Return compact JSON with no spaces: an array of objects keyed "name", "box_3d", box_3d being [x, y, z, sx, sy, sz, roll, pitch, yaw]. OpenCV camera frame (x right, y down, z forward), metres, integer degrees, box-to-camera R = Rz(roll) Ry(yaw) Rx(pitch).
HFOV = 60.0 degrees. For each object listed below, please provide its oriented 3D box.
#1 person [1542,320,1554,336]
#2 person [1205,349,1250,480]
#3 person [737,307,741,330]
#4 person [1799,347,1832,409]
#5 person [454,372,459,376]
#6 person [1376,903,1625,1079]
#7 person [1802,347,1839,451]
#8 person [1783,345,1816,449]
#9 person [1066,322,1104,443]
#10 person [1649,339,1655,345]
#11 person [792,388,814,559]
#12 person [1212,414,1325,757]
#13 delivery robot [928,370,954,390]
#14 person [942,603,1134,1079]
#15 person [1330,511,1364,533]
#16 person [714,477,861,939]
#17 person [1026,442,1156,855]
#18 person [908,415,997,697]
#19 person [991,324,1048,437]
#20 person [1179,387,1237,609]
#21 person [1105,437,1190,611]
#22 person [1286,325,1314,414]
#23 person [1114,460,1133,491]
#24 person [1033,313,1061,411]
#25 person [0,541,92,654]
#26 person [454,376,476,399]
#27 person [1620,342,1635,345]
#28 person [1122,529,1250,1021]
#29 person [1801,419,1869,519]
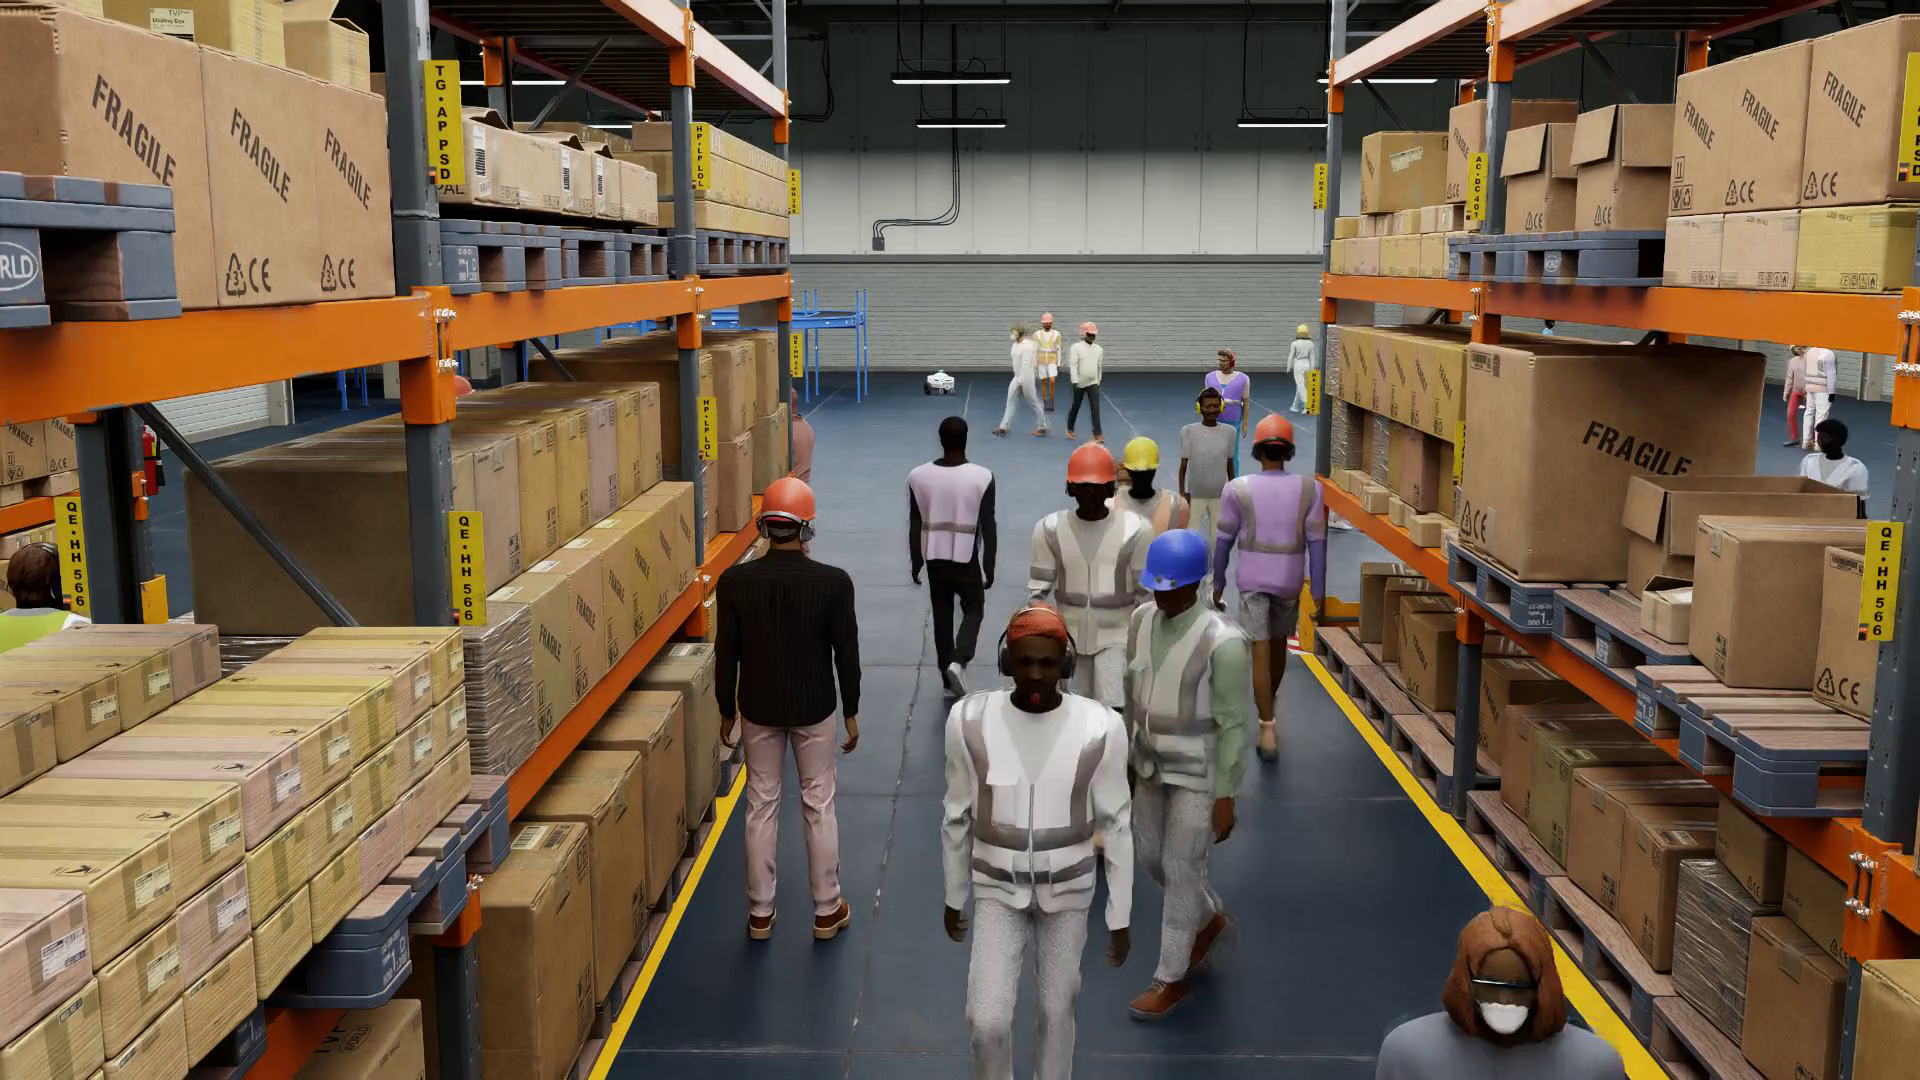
[{"name":"person","box_3d":[13.338,-4.240,37.775,0.318,1.697,0.533,5,11,27]},{"name":"person","box_3d":[3.304,-1.449,20.617,0.564,1.841,0.394,4,10,24]},{"name":"person","box_3d":[-5.147,-4.687,39.974,0.809,1.871,0.663,-1,10,-5]},{"name":"person","box_3d":[16.890,-3.371,32.880,0.524,1.579,0.873,-2,10,-12]},{"name":"person","box_3d":[-4.767,-0.658,15.770,0.634,1.891,1.007,-1,10,-7]},{"name":"person","box_3d":[1.098,1.536,3.483,0.526,1.580,0.866,3,10,17]},{"name":"person","box_3d":[13.364,-2.316,25.812,0.429,1.843,0.633,-2,10,-11]},{"name":"person","box_3d":[13.288,-2.316,26.169,0.377,1.722,0.587,-4,10,-25]},{"name":"person","box_3d":[2.029,-2.589,27.155,0.616,1.951,1.020,-3,10,-20]},{"name":"person","box_3d":[9.354,-1.805,22.606,0.737,1.878,0.685,8,13,41]},{"name":"person","box_3d":[-1.424,-0.309,13.605,0.403,1.904,0.651,2,10,13]},{"name":"person","box_3d":[1.848,0.236,10.071,0.637,1.987,1.028,0,9,1]},{"name":"delivery robot","box_3d":[-0.423,-3.499,36.590,0.477,0.478,0.707,-5,11,-28]},{"name":"person","box_3d":[0.235,1.121,5.139,0.600,1.862,0.578,1,10,4]},{"name":"person","box_3d":[4.314,-0.876,17.846,0.745,1.606,0.546,7,12,36]},{"name":"person","box_3d":[-0.733,0.723,7.151,0.625,1.992,0.388,0,9,2]},{"name":"person","box_3d":[0.625,0.536,8.203,0.646,2.013,0.854,3,10,15]},{"name":"person","box_3d":[-0.057,0.128,10.996,0.601,1.901,0.585,2,10,13]},{"name":"person","box_3d":[1.039,-2.653,27.740,1.020,1.889,0.639,-5,11,-29]},{"name":"person","box_3d":[2.084,-0.354,13.976,0.516,1.871,0.325,-1,10,-8]},{"name":"person","box_3d":[1.060,0.326,9.888,0.607,1.868,1.004,1,10,4]},{"name":"person","box_3d":[6.597,-3.296,32.126,0.502,1.700,0.894,-3,10,-19]},{"name":"person","box_3d":[1.105,0.262,11.125,0.515,1.586,0.861,2,10,12]},{"name":"person","box_3d":[1.688,-3.469,32.497,0.561,1.909,0.731,1,9,3]},{"name":"person","box_3d":[-3.482,0.916,6.456,0.627,1.844,0.429,1,10,4]},{"name":"person","box_3d":[-4.286,-0.429,14.215,1.054,1.931,0.641,-1,10,-4]},{"name":"person","box_3d":[8.201,-1.475,20.504,0.376,1.932,0.543,1,10,5]},{"name":"person","box_3d":[0.920,0.884,6.502,0.689,1.911,0.636,-7,12,-34]},{"name":"person","box_3d":[6.890,-0.120,13.134,0.390,1.682,0.588,-6,11,-32]}]
